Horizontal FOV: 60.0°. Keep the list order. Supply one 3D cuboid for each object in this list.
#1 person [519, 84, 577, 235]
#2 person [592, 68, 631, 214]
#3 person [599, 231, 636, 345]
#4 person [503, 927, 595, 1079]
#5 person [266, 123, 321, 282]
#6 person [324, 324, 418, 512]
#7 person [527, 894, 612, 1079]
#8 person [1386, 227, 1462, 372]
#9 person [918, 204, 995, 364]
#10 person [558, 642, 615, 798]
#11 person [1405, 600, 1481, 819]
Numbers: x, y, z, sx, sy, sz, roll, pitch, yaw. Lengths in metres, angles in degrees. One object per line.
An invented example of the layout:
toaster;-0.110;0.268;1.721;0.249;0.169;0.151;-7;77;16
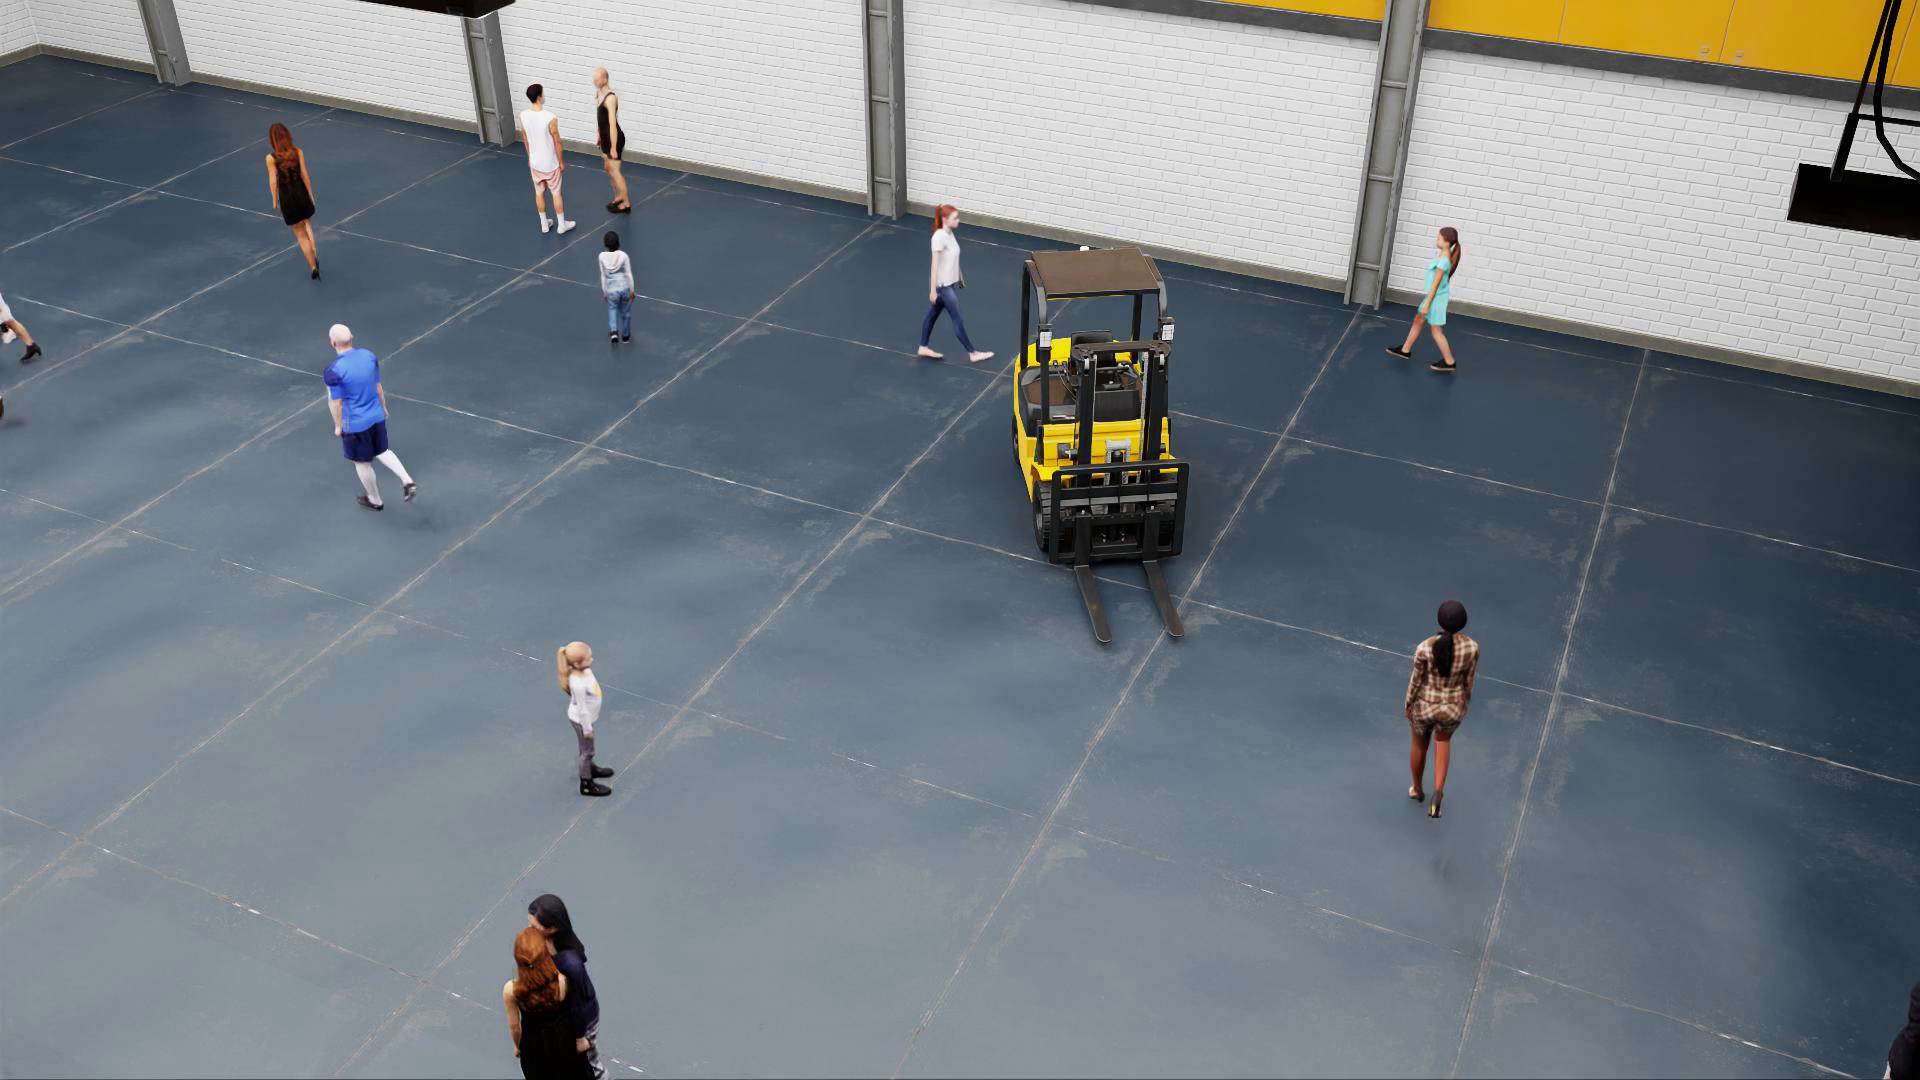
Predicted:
person;-4.961;-4.529;19.820;0.562;1.785;0.726;9;35;13
person;-4.227;-4.889;20.344;0.849;1.804;0.724;-14;36;-20
person;-3.595;-2.617;17.425;0.620;1.251;0.657;-1;34;-1
person;-2.224;2.723;9.054;0.678;1.626;0.729;-15;36;-21
person;-7.393;-3.731;18.583;0.679;1.825;0.719;-28;43;-35
person;-5.160;-1.017;14.498;0.893;1.827;0.709;19;38;26
person;-2.134;2.577;9.181;0.746;1.727;0.632;-20;38;-27
person;4.894;-2.418;16.877;0.966;1.526;0.556;16;37;22
person;-0.253;-2.604;16.999;1.105;1.702;0.746;7;34;11
person;-2.634;1.230;11.615;0.607;1.277;0.562;-5;34;-8
person;3.234;1.196;11.209;0.804;1.782;0.802;2;34;3
